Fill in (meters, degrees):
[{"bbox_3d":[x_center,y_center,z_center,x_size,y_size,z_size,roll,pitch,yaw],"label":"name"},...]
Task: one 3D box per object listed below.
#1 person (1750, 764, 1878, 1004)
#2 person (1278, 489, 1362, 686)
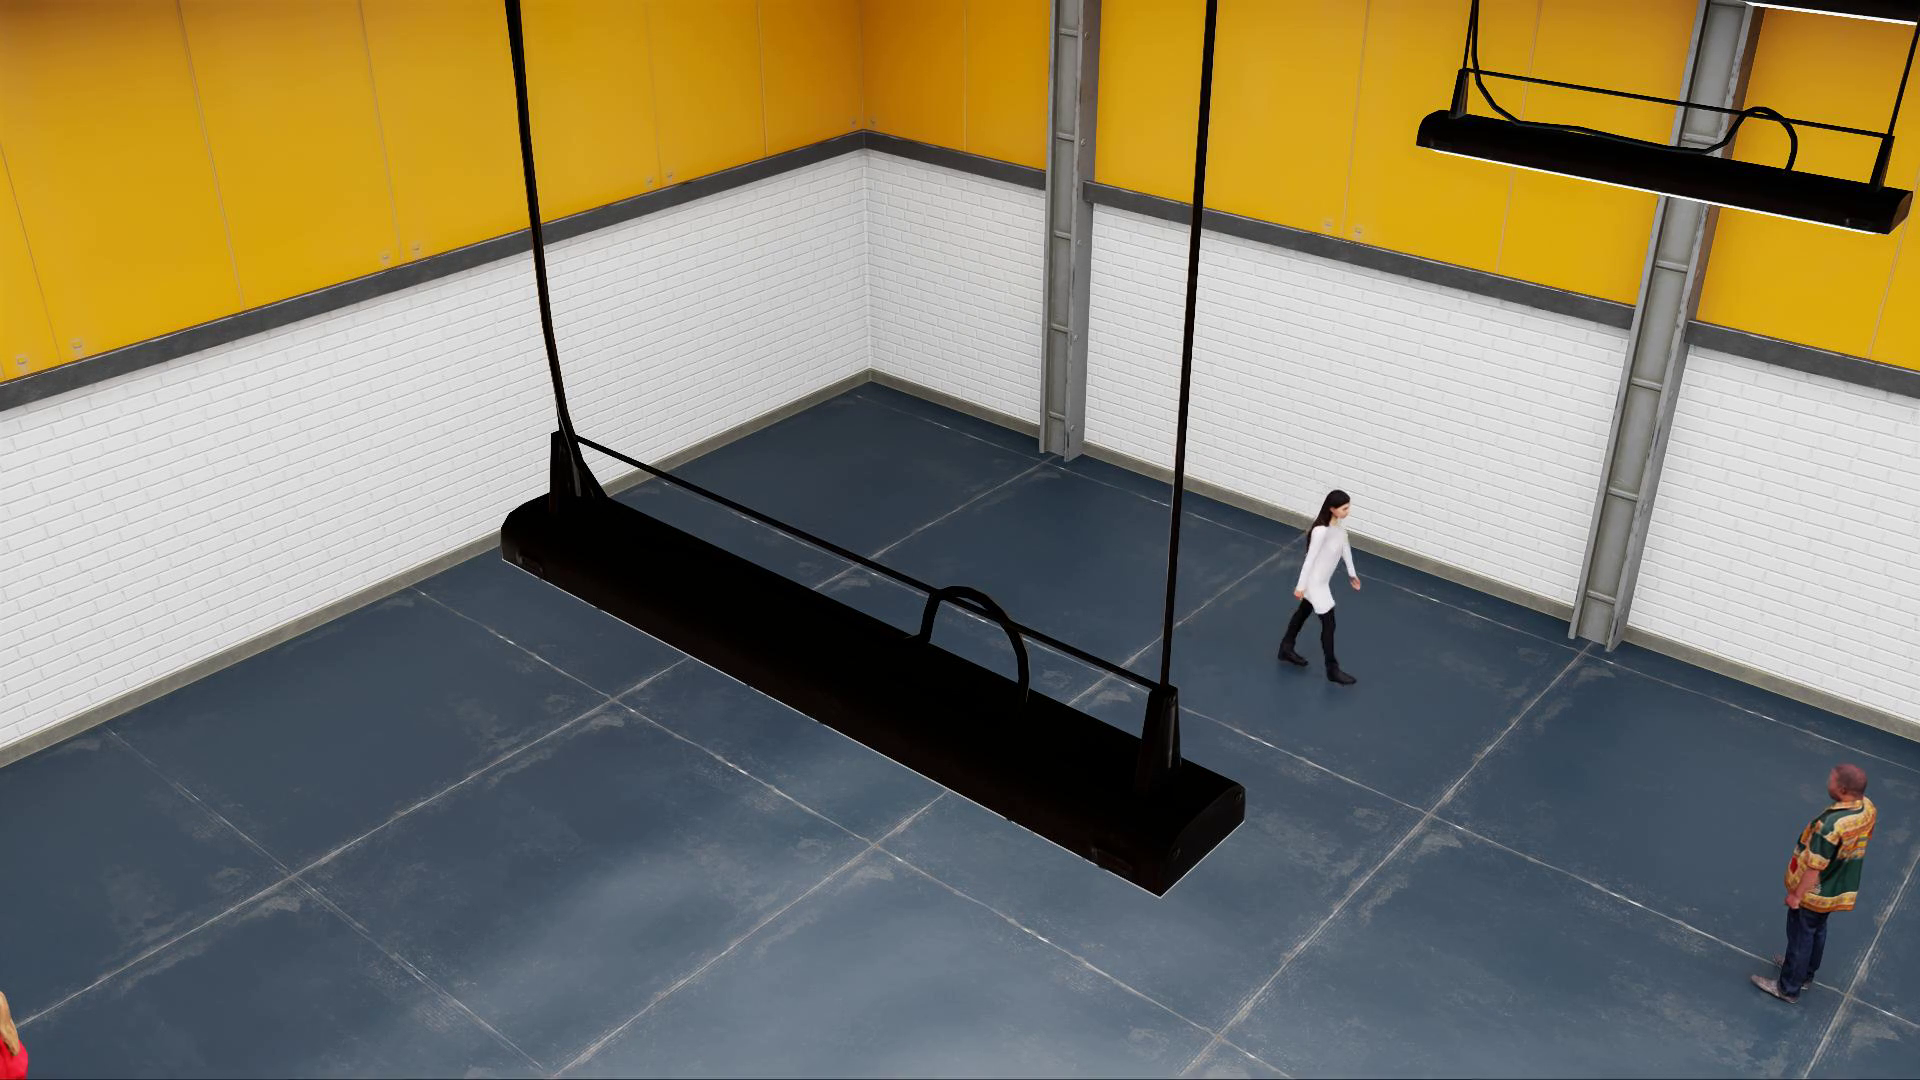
[{"bbox_3d":[5.515,2.189,10.647,0.756,1.808,0.735,-20,34,-32],"label":"person"},{"bbox_3d":[2.943,0.333,14.094,1.015,1.766,0.702,16,33,27],"label":"person"}]
